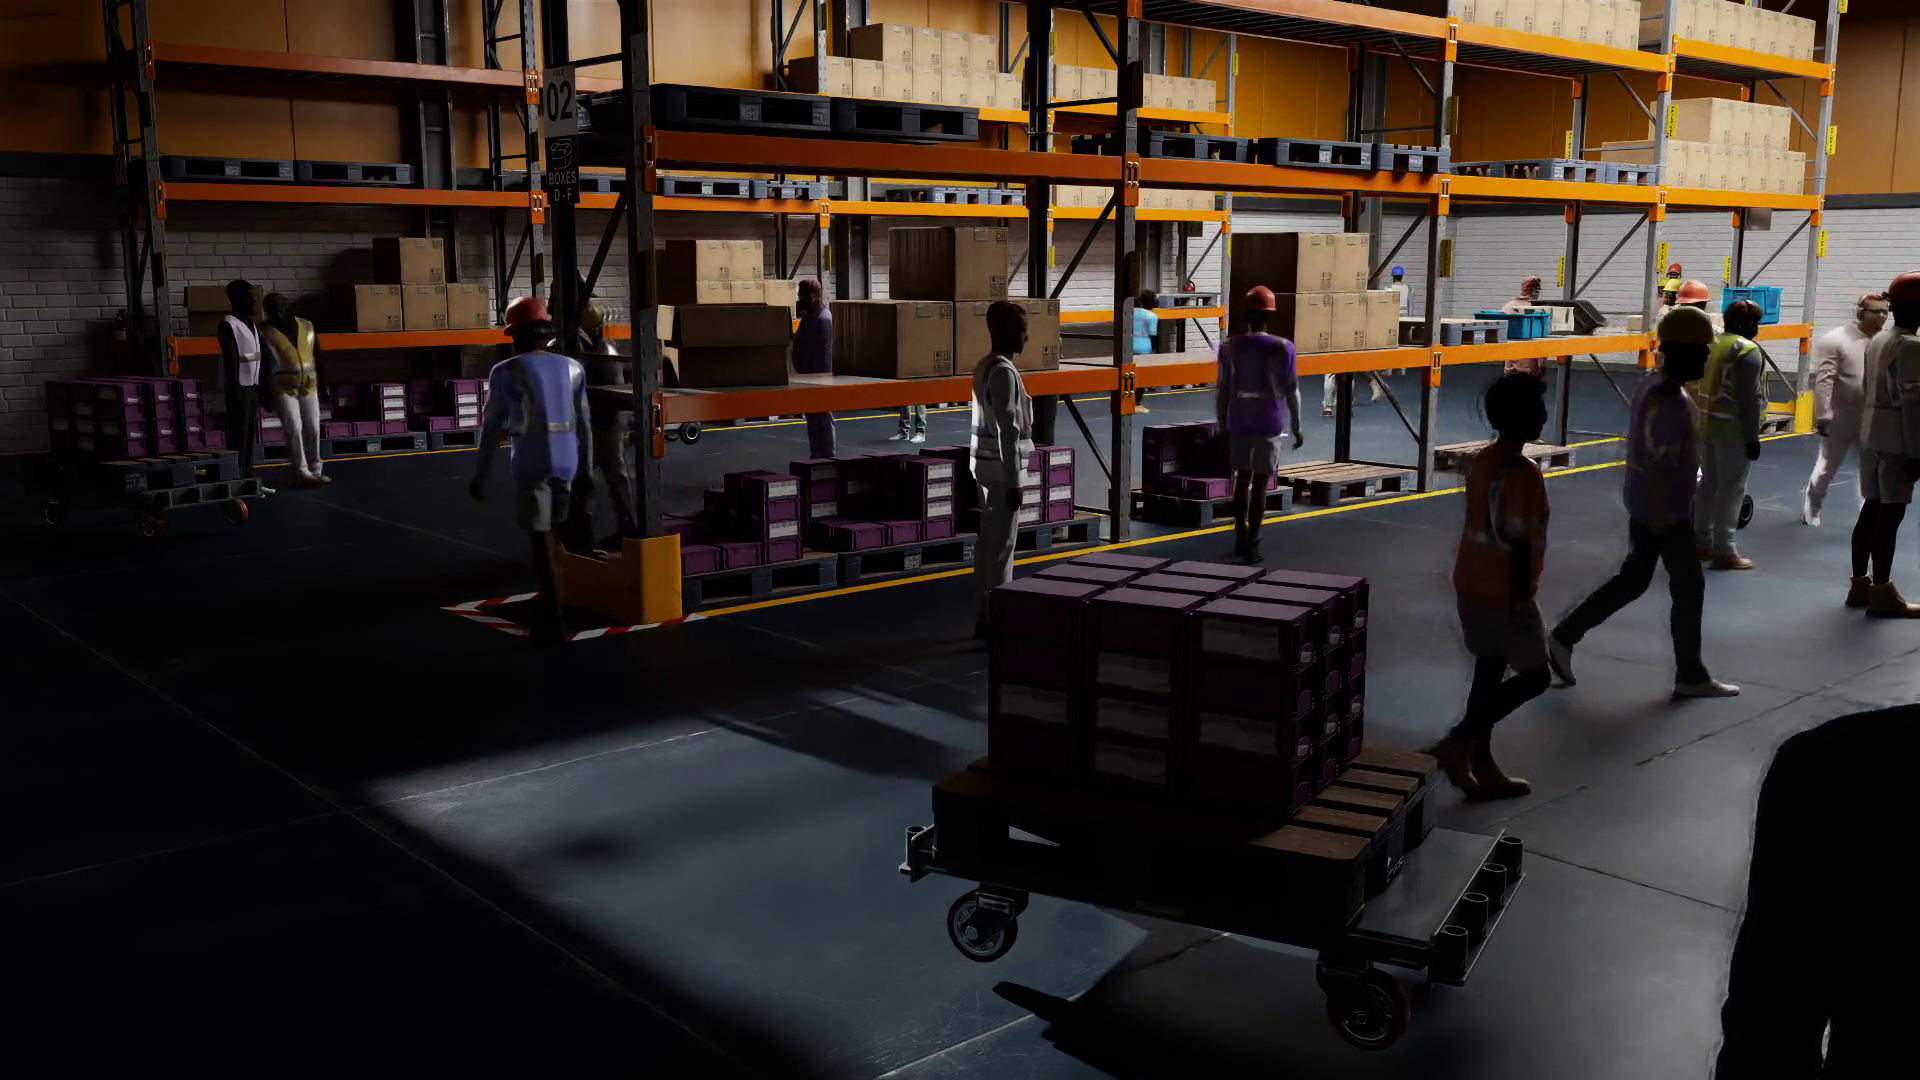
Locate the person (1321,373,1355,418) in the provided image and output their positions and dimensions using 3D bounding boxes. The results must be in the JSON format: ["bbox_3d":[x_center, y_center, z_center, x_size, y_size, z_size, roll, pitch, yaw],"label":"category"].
[{"bbox_3d":[4.986,-2.568,21.872,0.635,1.937,0.352,1,10,3],"label":"person"}]

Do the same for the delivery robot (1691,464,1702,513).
[{"bbox_3d":[5.798,-0.407,12.990,0.707,0.478,0.477,-8,12,-38],"label":"delivery robot"}]

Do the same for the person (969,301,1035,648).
[{"bbox_3d":[0.235,-0.353,9.062,0.356,1.885,0.572,-2,10,-12],"label":"person"}]

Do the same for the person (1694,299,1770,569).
[{"bbox_3d":[5.271,-0.722,11.389,0.429,1.837,0.630,-1,10,-5],"label":"person"}]

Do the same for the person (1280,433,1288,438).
[{"bbox_3d":[3.620,-2.122,19.474,0.312,1.866,0.538,-7,12,-37],"label":"person"}]

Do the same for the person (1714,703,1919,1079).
[{"bbox_3d":[1.113,0.855,1.756,0.621,1.958,0.895,5,11,26],"label":"person"}]

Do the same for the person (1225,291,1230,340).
[{"bbox_3d":[4.317,-3.153,25.311,0.627,1.935,0.371,6,11,32],"label":"person"}]

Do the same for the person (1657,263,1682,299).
[{"bbox_3d":[12.332,-3.785,28.830,0.612,1.996,0.388,4,11,25],"label":"person"}]

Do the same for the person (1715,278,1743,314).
[{"bbox_3d":[10.580,-2.727,23.121,0.684,1.837,0.575,-3,10,-18],"label":"person"}]

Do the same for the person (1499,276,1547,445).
[{"bbox_3d":[6.399,-2.023,18.806,0.403,1.900,0.638,-6,11,-31],"label":"person"}]

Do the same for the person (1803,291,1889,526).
[{"bbox_3d":[6.838,-0.970,12.740,0.647,1.869,0.942,1,10,7],"label":"person"}]

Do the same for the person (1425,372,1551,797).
[{"bbox_3d":[2.070,0.194,6.411,0.393,1.685,0.550,0,10,-3],"label":"person"}]

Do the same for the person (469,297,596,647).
[{"bbox_3d":[-2.375,-0.387,9.225,0.794,1.889,0.604,9,13,43],"label":"person"}]

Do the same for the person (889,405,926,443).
[{"bbox_3d":[-0.587,-1.982,19.026,0.485,1.741,0.302,8,13,40],"label":"person"}]

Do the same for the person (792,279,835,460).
[{"bbox_3d":[-1.403,-1.528,15.888,0.399,1.905,0.642,-4,10,-22],"label":"person"}]

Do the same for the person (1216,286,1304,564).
[{"bbox_3d":[2.114,-0.807,11.639,0.557,1.916,0.705,5,11,27],"label":"person"}]

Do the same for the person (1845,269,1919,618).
[{"bbox_3d":[5.560,-0.570,9.867,0.386,2.045,0.605,1,10,7],"label":"person"}]

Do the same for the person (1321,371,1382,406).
[{"bbox_3d":[5.607,-2.890,23.543,0.858,2.025,0.615,0,10,-1],"label":"person"}]

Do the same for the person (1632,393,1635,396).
[{"bbox_3d":[9.407,-2.475,22.297,0.677,1.614,0.532,0,10,3],"label":"person"}]

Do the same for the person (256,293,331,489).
[{"bbox_3d":[-6.072,-1.344,15.172,0.495,1.809,0.669,8,13,39],"label":"person"}]

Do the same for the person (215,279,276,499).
[{"bbox_3d":[-6.326,-1.325,14.650,0.391,1.920,0.587,-1,10,-4],"label":"person"}]

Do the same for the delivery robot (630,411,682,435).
[{"bbox_3d":[-3.363,-1.396,18.782,0.707,0.478,0.477,-8,13,-39],"label":"delivery robot"}]

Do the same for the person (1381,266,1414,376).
[{"bbox_3d":[7.767,-3.896,29.620,0.617,1.946,0.396,-2,10,-11],"label":"person"}]

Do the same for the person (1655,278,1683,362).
[{"bbox_3d":[9.192,-2.464,21.563,0.403,1.837,0.590,-2,10,-12],"label":"person"}]

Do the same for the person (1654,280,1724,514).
[{"bbox_3d":[5.743,-1.078,13.154,0.549,1.937,0.358,9,13,41],"label":"person"}]

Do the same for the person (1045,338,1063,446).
[{"bbox_3d":[0.828,-1.514,16.589,0.499,1.634,0.279,7,12,36],"label":"person"}]

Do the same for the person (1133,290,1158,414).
[{"bbox_3d":[2.467,-2.532,22.446,0.400,1.673,0.546,-6,11,-32],"label":"person"}]

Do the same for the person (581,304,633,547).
[{"bbox_3d":[-2.725,-0.824,12.098,0.772,1.787,0.589,-3,10,-17],"label":"person"}]

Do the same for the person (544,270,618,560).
[{"bbox_3d":[-2.588,-0.819,11.337,0.536,2.000,0.677,-1,10,-6],"label":"person"}]

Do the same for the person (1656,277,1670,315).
[{"bbox_3d":[11.909,-3.558,28.174,0.526,1.768,0.330,-7,12,-35],"label":"person"}]

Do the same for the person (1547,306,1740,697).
[{"bbox_3d":[3.316,-0.178,8.018,0.878,1.901,0.586,1,10,7],"label":"person"}]
